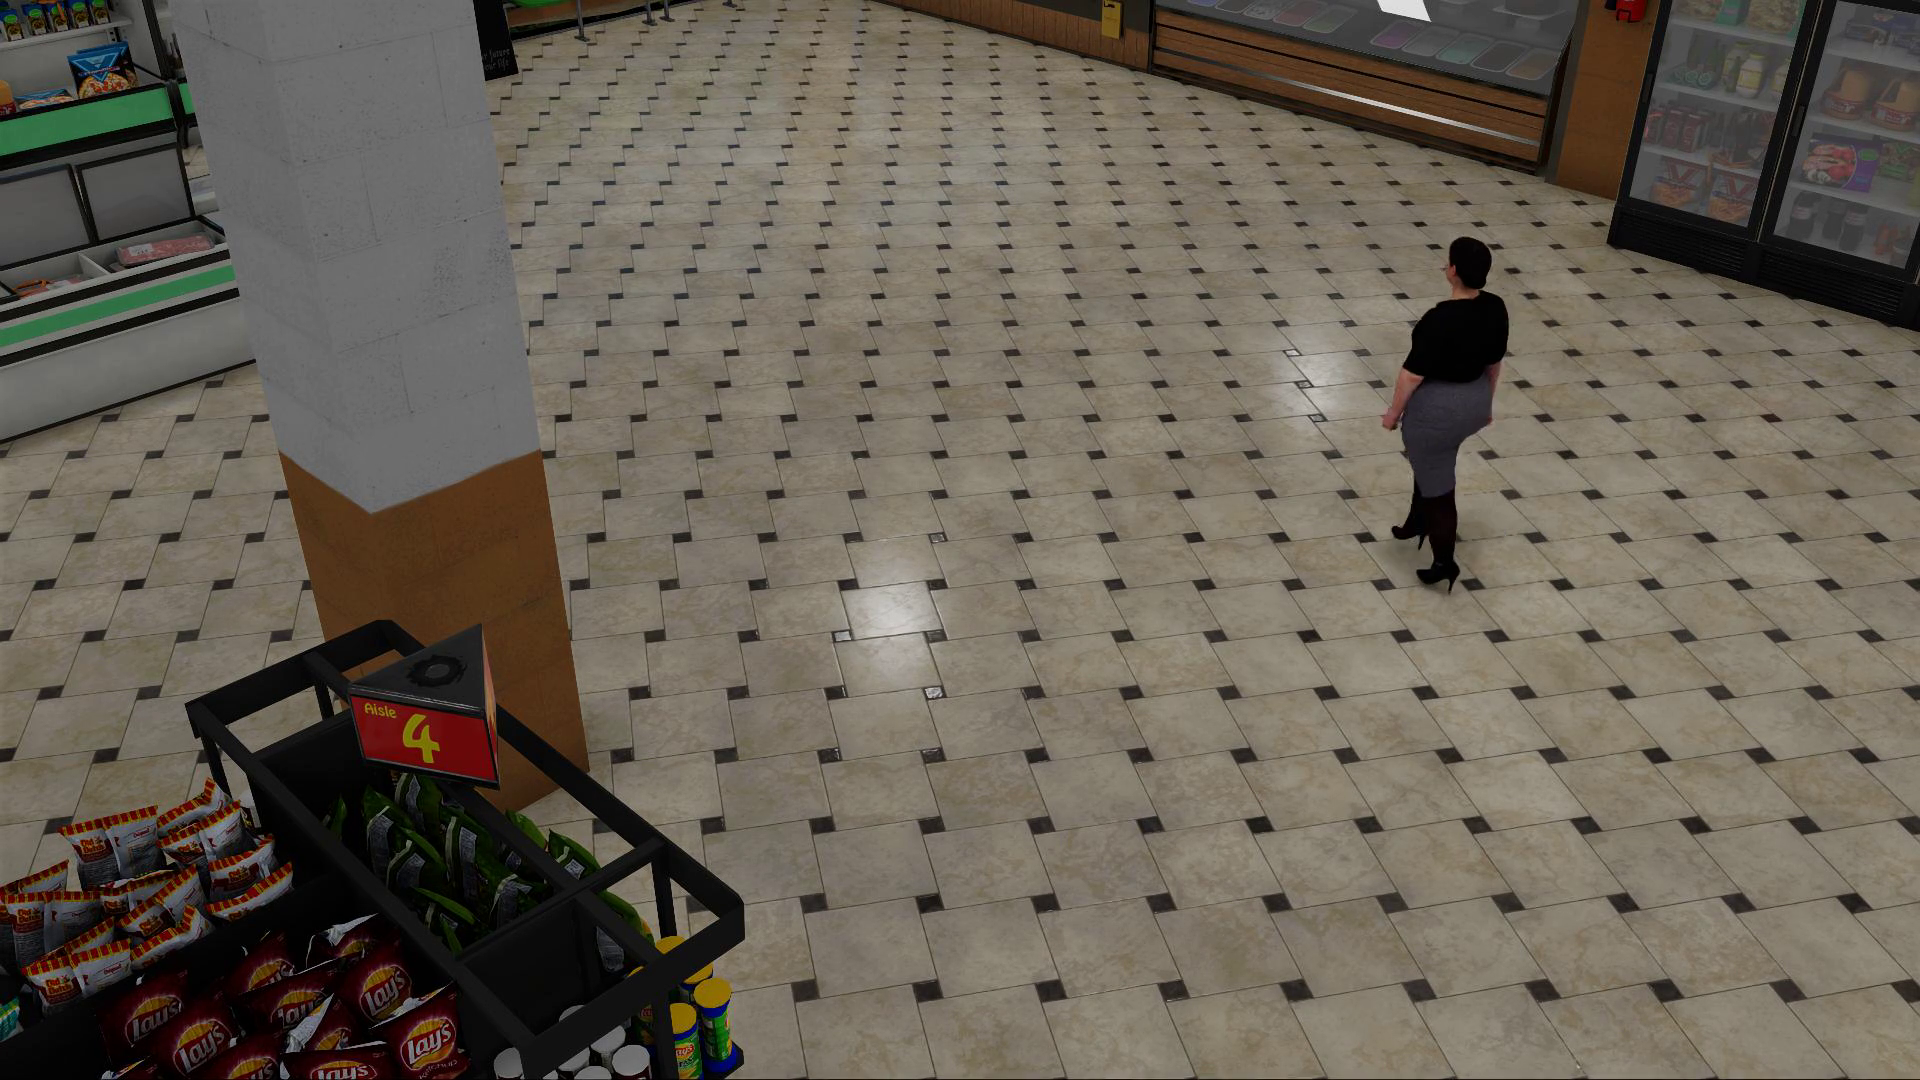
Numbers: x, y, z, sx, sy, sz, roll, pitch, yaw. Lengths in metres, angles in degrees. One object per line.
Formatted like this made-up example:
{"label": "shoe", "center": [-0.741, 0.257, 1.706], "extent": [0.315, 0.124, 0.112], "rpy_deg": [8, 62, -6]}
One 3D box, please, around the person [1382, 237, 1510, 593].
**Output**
{"label": "person", "center": [2.347, -0.532, 7.799], "extent": [0.776, 1.737, 0.781], "rpy_deg": [-21, 38, -30]}
